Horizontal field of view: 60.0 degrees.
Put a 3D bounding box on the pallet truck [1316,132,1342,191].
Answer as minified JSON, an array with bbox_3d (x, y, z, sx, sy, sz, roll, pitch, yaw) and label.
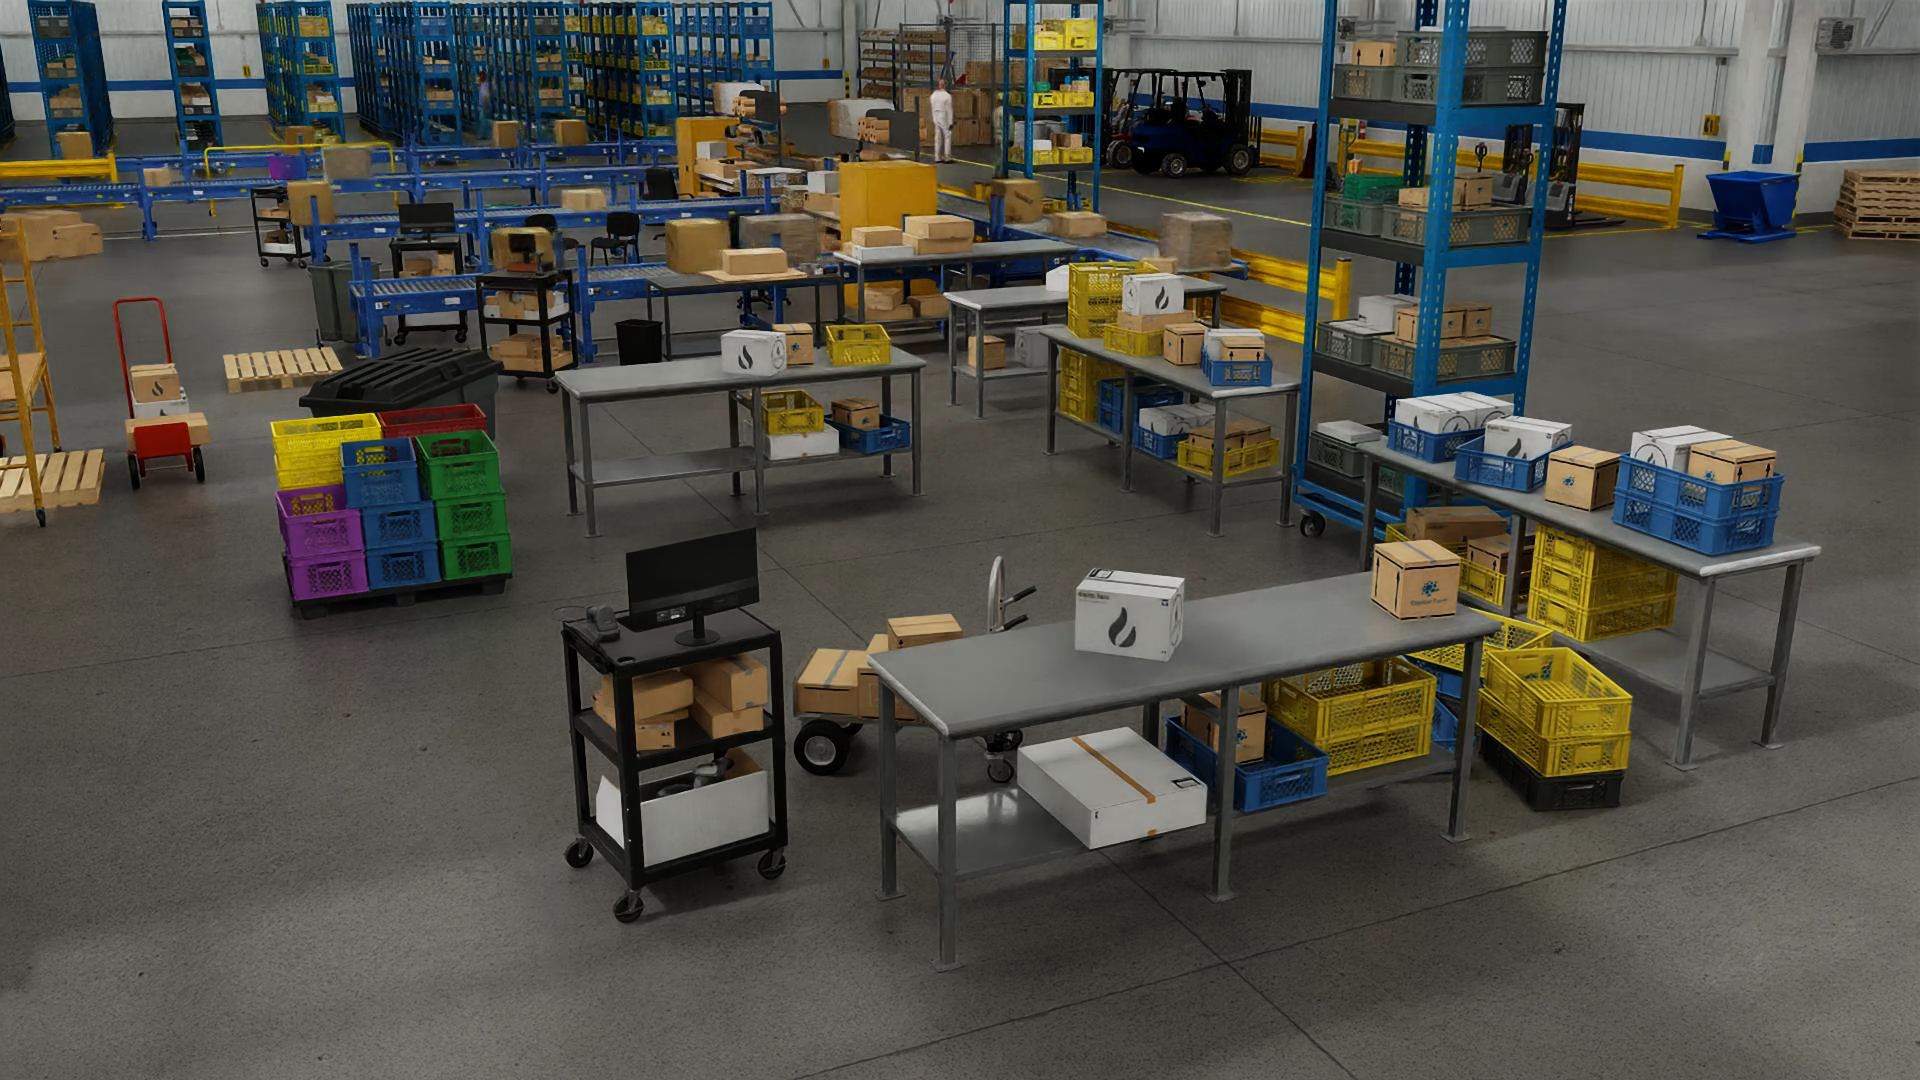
[{"bbox_3d":[7.723,-7.504,32.656,1.601,1.201,0.680,-8,19,-23],"label":"pallet truck"}]

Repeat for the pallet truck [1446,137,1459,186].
[{"bbox_3d":[9.184,-6.485,29.328,1.630,1.274,0.653,-8,19,-23],"label":"pallet truck"}]

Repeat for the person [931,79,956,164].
[{"bbox_3d":[-0.372,-9.606,38.199,0.650,1.900,0.409,16,24,41],"label":"person"}]

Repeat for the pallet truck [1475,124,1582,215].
[{"bbox_3d":[9.707,-6.455,28.103,1.885,1.965,0.823,-7,19,-20],"label":"pallet truck"}]

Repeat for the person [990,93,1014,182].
[{"bbox_3d":[0.867,-8.128,33.727,0.420,1.790,0.640,-10,20,-28],"label":"person"}]

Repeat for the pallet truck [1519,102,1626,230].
[{"bbox_3d":[9.972,-6.037,26.785,1.885,1.965,0.823,-9,20,-25],"label":"pallet truck"}]

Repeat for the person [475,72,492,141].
[{"bbox_3d":[-12.838,-11.784,45.173,0.714,1.822,0.580,-5,18,-15],"label":"person"}]

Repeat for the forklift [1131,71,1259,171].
[{"bbox_3d":[4.998,-8.936,35.413,2.680,1.987,1.157,-9,20,-25],"label":"forklift"}]

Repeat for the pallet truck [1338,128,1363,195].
[{"bbox_3d":[7.845,-7.140,31.411,1.522,1.261,0.704,-9,20,-25],"label":"pallet truck"}]

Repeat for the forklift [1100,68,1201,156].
[{"bbox_3d":[4.082,-9.564,37.410,2.680,1.987,1.157,-8,19,-23],"label":"forklift"}]
